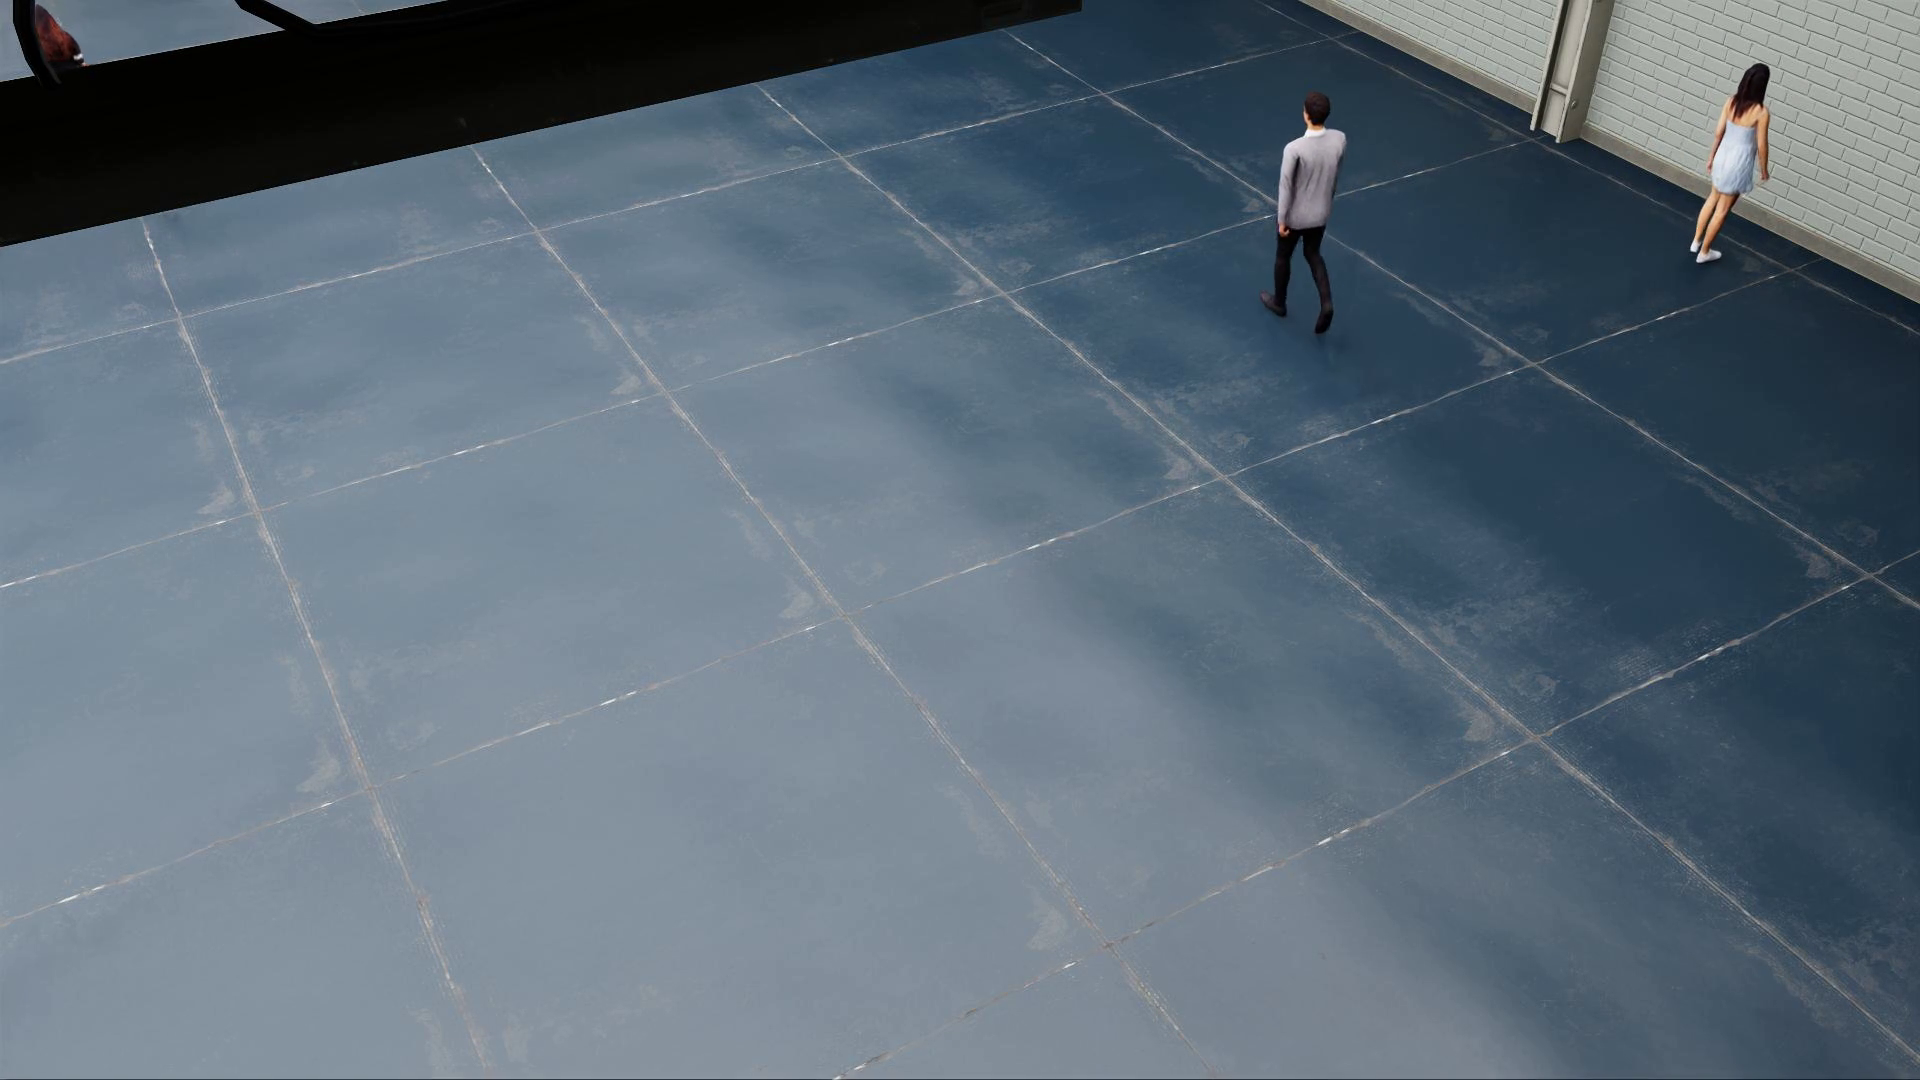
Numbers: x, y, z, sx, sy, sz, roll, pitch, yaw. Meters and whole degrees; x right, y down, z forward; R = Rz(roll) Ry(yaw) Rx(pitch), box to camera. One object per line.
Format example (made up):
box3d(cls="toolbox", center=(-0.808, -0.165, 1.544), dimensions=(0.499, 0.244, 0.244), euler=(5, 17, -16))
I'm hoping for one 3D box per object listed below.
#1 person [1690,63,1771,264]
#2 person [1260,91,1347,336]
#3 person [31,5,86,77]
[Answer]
box3d(cls="person", center=(6.331, -3.067, 13.705), dimensions=(0.666, 1.724, 0.547), euler=(-19, 42, -22))
box3d(cls="person", center=(2.716, -2.496, 12.822), dimensions=(0.830, 1.912, 1.084), euler=(-14, 40, -17))
box3d(cls="person", center=(-7.980, -3.993, 14.964), dimensions=(0.756, 1.630, 0.712), euler=(30, 47, 33))
